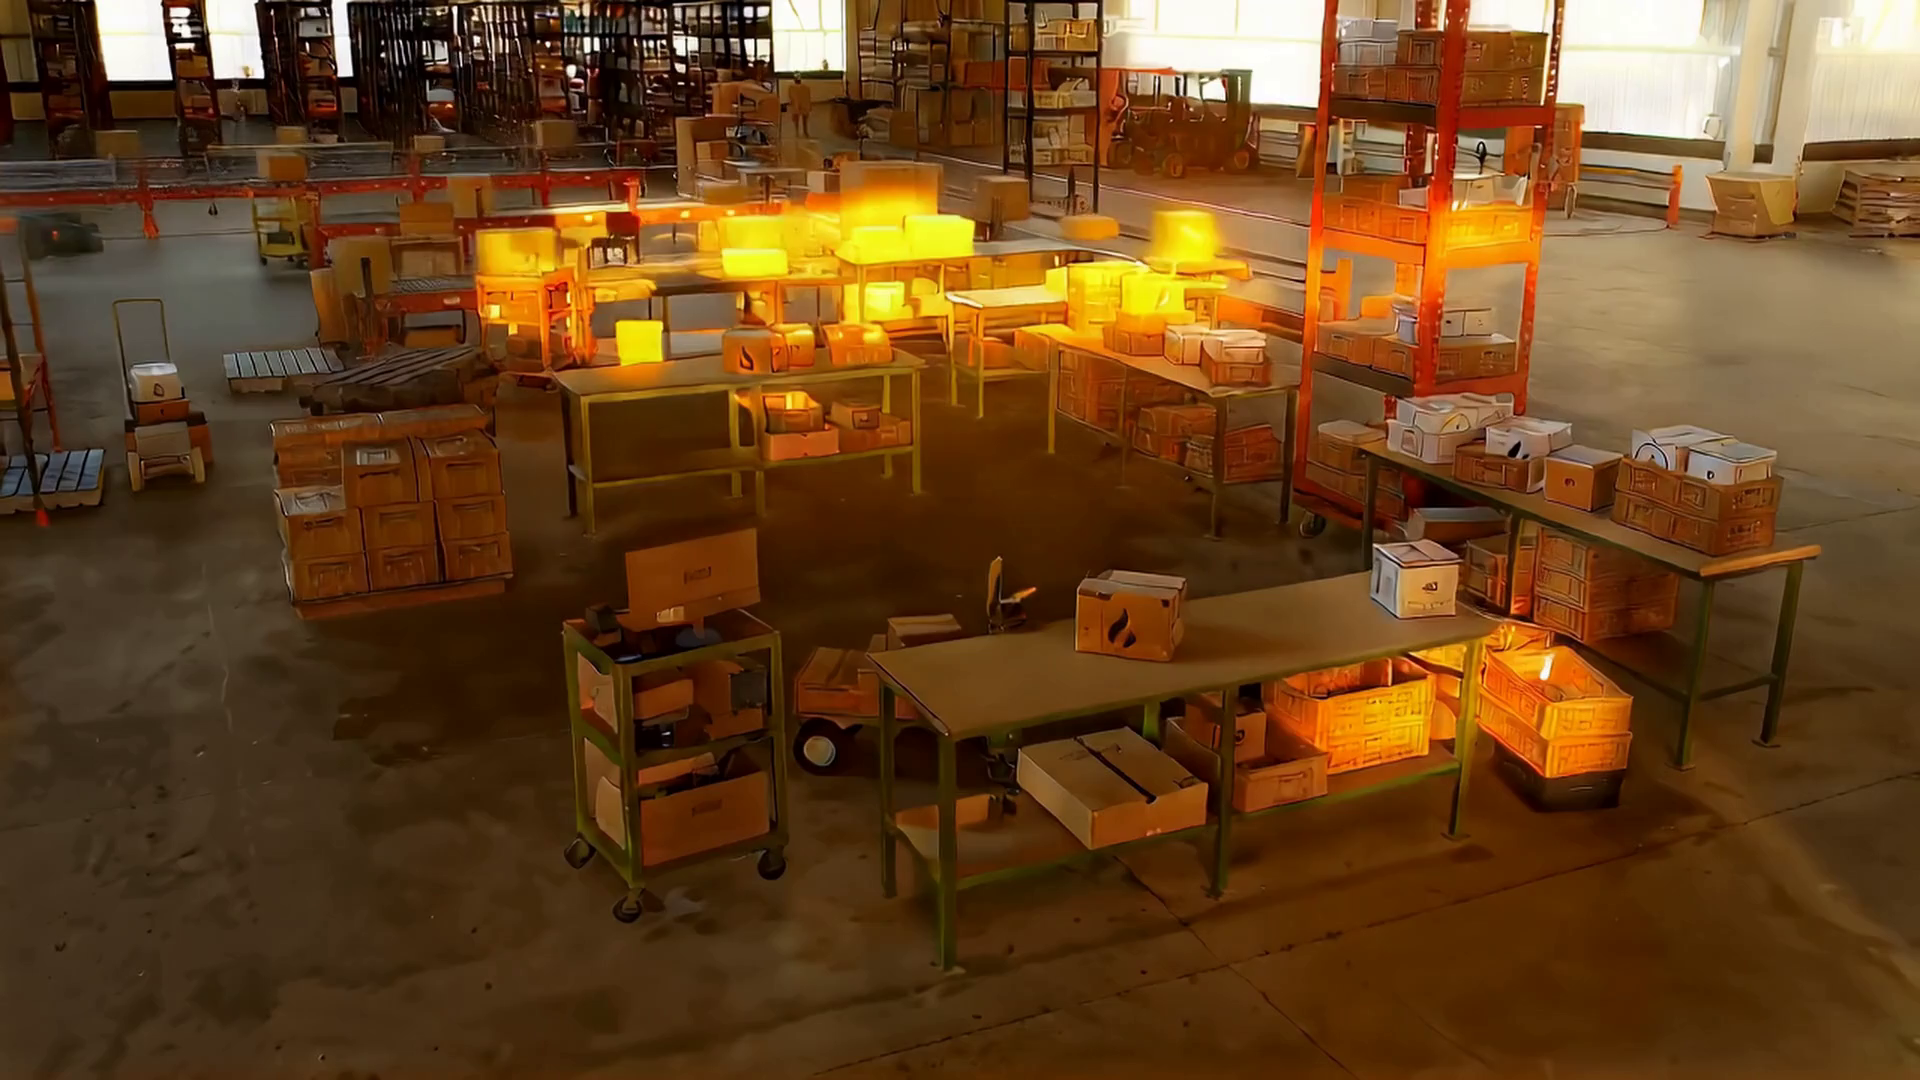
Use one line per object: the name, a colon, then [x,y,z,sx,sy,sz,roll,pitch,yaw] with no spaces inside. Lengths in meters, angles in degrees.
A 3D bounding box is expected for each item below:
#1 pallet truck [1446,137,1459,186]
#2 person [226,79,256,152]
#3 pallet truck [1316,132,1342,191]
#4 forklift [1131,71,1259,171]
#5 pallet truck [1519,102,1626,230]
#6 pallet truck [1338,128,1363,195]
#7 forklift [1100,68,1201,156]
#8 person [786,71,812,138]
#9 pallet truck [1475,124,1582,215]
pallet truck: [9.184,-6.485,29.328,1.630,1.274,0.653,-8,19,-23]
person: [-17.924,-10.540,41.340,0.754,1.777,0.657,6,18,17]
pallet truck: [7.723,-7.504,32.656,1.601,1.201,0.680,-8,19,-23]
forklift: [4.998,-8.936,35.413,2.680,1.987,1.157,-9,20,-25]
pallet truck: [9.972,-6.037,26.785,1.885,1.965,0.823,-9,20,-25]
pallet truck: [7.845,-7.140,31.411,1.522,1.261,0.704,-9,20,-25]
forklift: [4.082,-9.564,37.410,2.680,1.987,1.157,-8,19,-23]
person: [-3.983,-10.574,41.109,0.651,1.973,0.525,2,18,6]
pallet truck: [9.707,-6.455,28.103,1.885,1.965,0.823,-7,19,-20]
